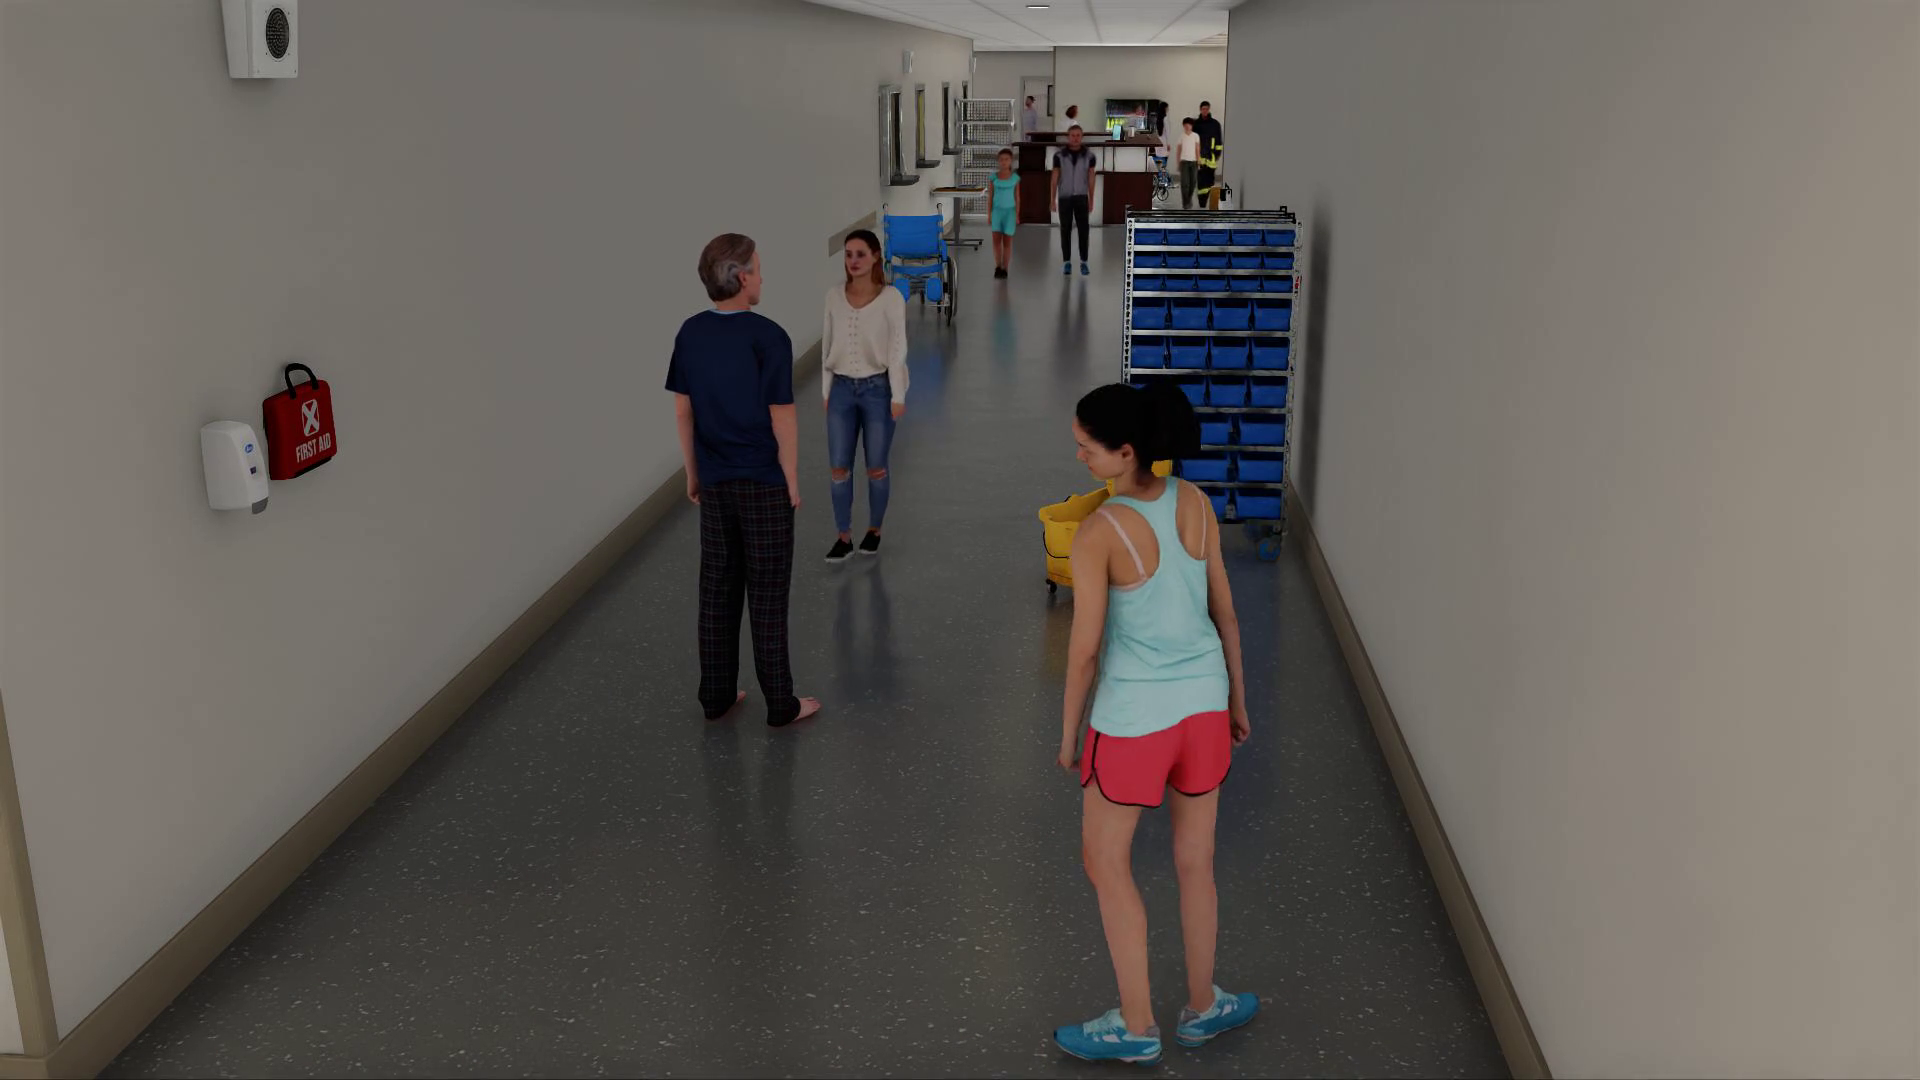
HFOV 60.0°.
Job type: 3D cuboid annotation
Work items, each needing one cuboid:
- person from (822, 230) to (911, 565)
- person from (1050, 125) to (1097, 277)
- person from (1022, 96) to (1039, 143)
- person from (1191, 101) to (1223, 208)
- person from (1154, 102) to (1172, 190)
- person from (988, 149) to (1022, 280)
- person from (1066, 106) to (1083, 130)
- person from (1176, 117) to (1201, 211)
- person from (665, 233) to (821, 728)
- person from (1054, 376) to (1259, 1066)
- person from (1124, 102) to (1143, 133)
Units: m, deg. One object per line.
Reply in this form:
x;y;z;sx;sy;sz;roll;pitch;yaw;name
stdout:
-0.465;-0.735;8.504;0.745;1.674;0.765;4;16;14;person
1.373;-4.152;20.386;0.745;1.803;0.767;1;16;3;person
1.842;-10.468;42.753;1.064;1.823;0.990;-11;19;-34;person
4.538;-7.140;30.809;1.048;1.899;0.859;1;16;3;person
4.328;-8.460;35.663;0.682;1.807;0.684;-7;17;-24;person
0.542;-3.922;20.039;0.529;1.551;0.608;2;16;6;person
2.433;-8.775;36.981;0.998;1.698;0.636;1;16;2;person
4.106;-6.753;29.911;0.715;1.642;0.659;2;16;8;person
-0.824;-0.212;6.288;0.601;1.870;0.783;7;17;22;person
0.553;0.453;4.126;0.684;1.763;0.859;-3;16;-11;person
3.636;-8.450;35.696;1.185;1.769;1.116;-11;19;-35;person
